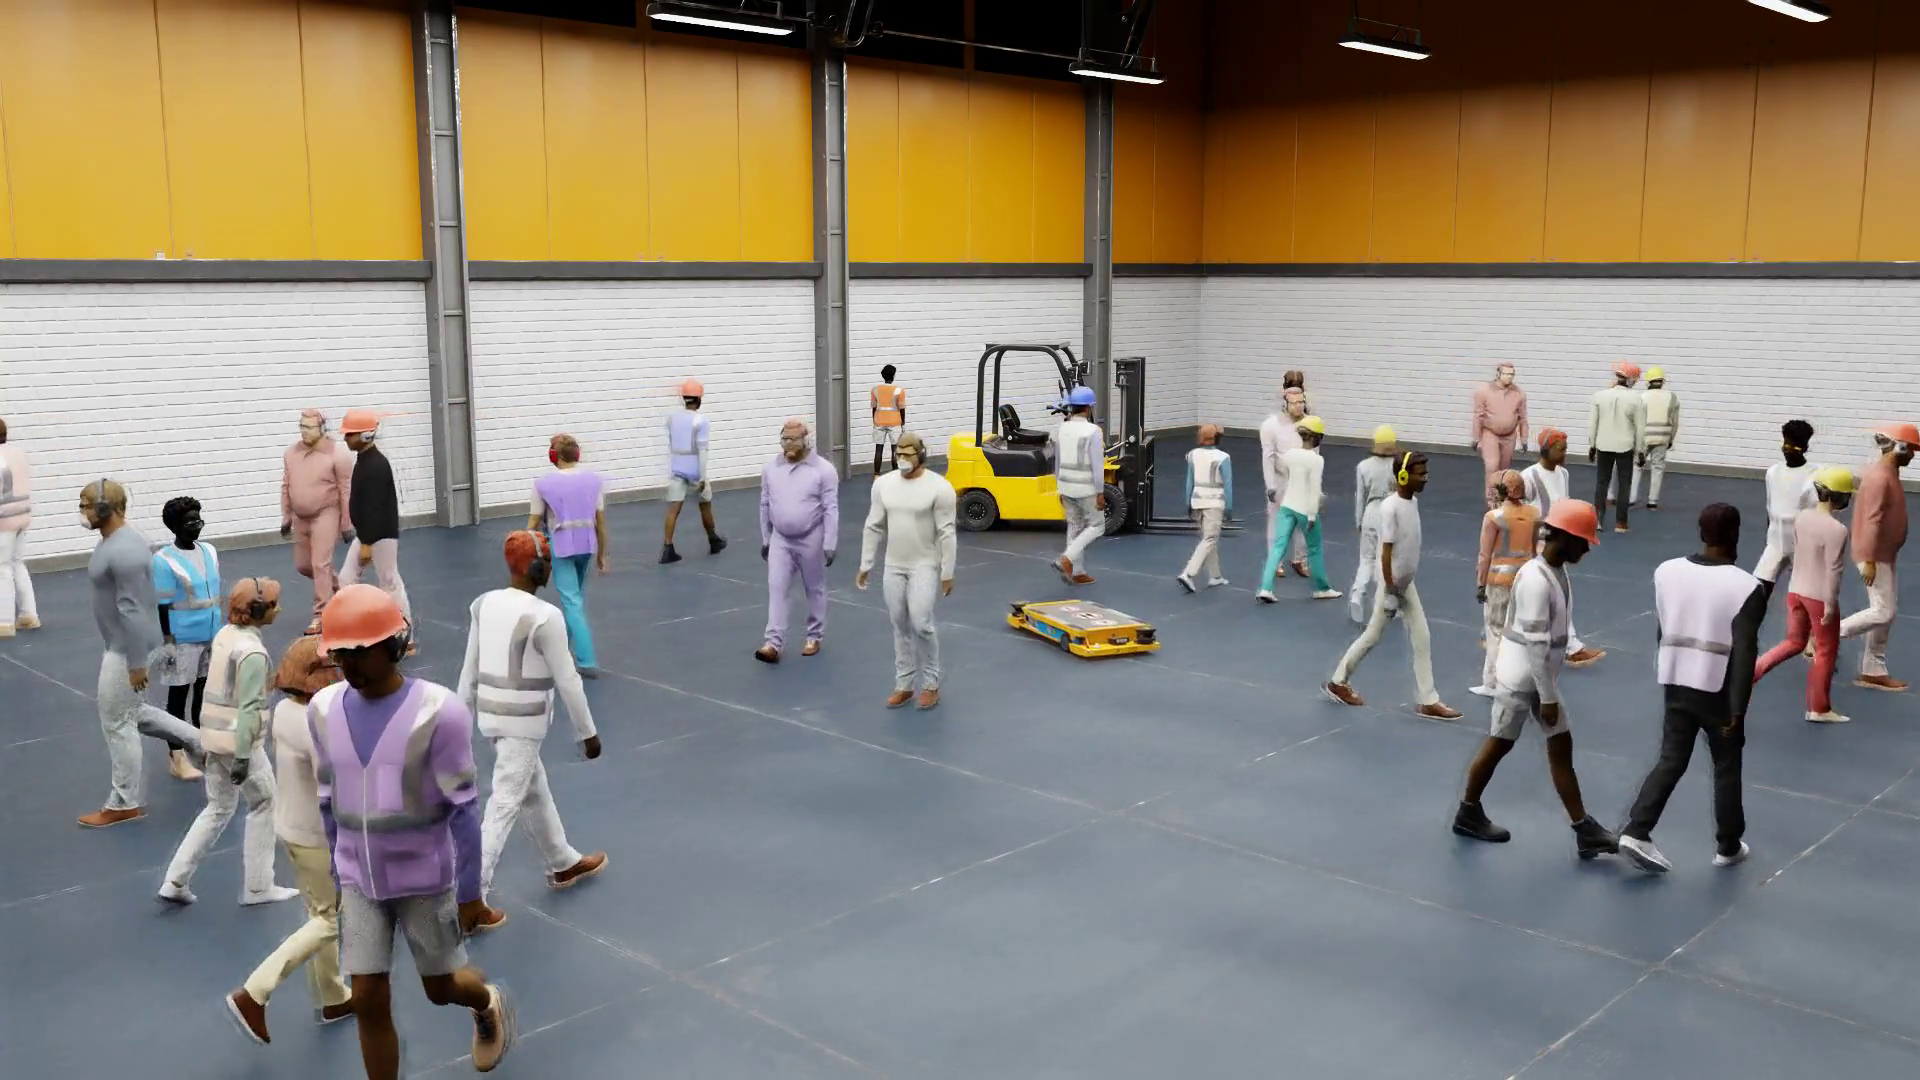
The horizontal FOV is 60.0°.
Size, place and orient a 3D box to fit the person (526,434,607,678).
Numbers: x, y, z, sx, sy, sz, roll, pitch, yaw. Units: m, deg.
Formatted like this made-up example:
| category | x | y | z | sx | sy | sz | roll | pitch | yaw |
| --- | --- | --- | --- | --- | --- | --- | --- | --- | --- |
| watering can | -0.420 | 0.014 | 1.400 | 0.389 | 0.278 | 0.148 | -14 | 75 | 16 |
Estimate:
| category | x | y | z | sx | sy | sz | roll | pitch | yaw |
| --- | --- | --- | --- | --- | --- | --- | --- | --- | --- |
| person | -2.996 | 0.103 | 12.521 | 0.597 | 1.793 | 0.954 | -9 | 13 | -43 |

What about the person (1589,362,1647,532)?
| category | x | y | z | sx | sy | sz | roll | pitch | yaw |
| --- | --- | --- | --- | --- | --- | --- | --- | --- | --- |
| person | 7.587 | -1.058 | 19.200 | 0.656 | 1.969 | 0.374 | 8 | 12 | 40 |

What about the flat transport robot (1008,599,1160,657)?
| category | x | y | z | sx | sy | sz | roll | pitch | yaw |
| --- | --- | --- | --- | --- | --- | --- | --- | --- | --- |
| flat transport robot | 0.991 | 0.696 | 13.571 | 0.652 | 0.197 | 1.431 | -4 | 10 | -24 |

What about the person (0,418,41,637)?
| category | x | y | z | sx | sy | sz | roll | pitch | yaw |
| --- | --- | --- | --- | --- | --- | --- | --- | --- | --- |
| person | -7.936 | -0.118 | 13.765 | 0.429 | 1.843 | 0.635 | -1 | 9 | -4 |

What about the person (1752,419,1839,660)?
| category | x | y | z | sx | sy | sz | roll | pitch | yaw |
| --- | --- | --- | --- | --- | --- | --- | --- | --- | --- |
| person | 6.416 | 0.017 | 12.783 | 0.997 | 1.909 | 0.592 | -5 | 10 | -28 |

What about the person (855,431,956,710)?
| category | x | y | z | sx | sy | sz | roll | pitch | yaw |
| --- | --- | --- | --- | --- | --- | --- | --- | --- | --- |
| person | -0.357 | 0.208 | 11.483 | 0.651 | 1.930 | 0.454 | 5 | 11 | 30 |

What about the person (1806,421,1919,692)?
| category | x | y | z | sx | sy | sz | roll | pitch | yaw |
| --- | --- | --- | --- | --- | --- | --- | --- | --- | --- |
| person | 6.559 | 0.113 | 11.997 | 0.590 | 1.953 | 0.641 | 7 | 12 | 38 |

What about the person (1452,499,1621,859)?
| category | x | y | z | sx | sy | sz | roll | pitch | yaw |
| --- | --- | --- | --- | --- | --- | --- | --- | --- | --- |
| person | 3.022 | 0.714 | 8.575 | 0.981 | 1.861 | 0.558 | 7 | 12 | 36 |

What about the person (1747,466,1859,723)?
| category | x | y | z | sx | sy | sz | roll | pitch | yaw |
| --- | --- | --- | --- | --- | --- | --- | --- | --- | --- |
| person | 5.601 | 0.371 | 11.067 | 0.687 | 1.738 | 0.547 | -1 | 9 | -7 |

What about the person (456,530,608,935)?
| category | x | y | z | sx | sy | sz | roll | pitch | yaw |
| --- | --- | --- | --- | --- | --- | --- | --- | --- | --- |
| person | -2.061 | 0.868 | 7.787 | 0.602 | 1.828 | 1.003 | 8 | 12 | 39 |

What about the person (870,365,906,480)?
| category | x | y | z | sx | sy | sz | roll | pitch | yaw |
| --- | --- | --- | --- | --- | --- | --- | --- | --- | --- |
| person | -1.013 | -1.631 | 23.504 | 0.530 | 1.691 | 0.321 | 3 | 10 | 16 |

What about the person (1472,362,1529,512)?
| category | x | y | z | sx | sy | sz | roll | pitch | yaw |
| --- | --- | --- | --- | --- | --- | --- | --- | --- | --- |
| person | 6.706 | -1.248 | 20.542 | 0.670 | 1.880 | 0.750 | -1 | 9 | -3 |

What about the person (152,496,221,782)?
| category | x | y | z | sx | sy | sz | roll | pitch | yaw |
| --- | --- | --- | --- | --- | --- | --- | --- | --- | --- |
| person | -4.587 | 0.577 | 9.940 | 0.313 | 1.696 | 0.533 | 2 | 10 | 14 |

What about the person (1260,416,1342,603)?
| category | x | y | z | sx | sy | sz | roll | pitch | yaw |
| --- | --- | --- | --- | --- | --- | --- | --- | --- | --- |
| person | 3.077 | -0.269 | 15.117 | 0.922 | 1.722 | 0.544 | -6 | 11 | -31 |

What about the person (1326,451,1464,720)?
| category | x | y | z | sx | sy | sz | roll | pitch | yaw |
| --- | --- | --- | --- | --- | --- | --- | --- | --- | --- |
| person | 2.952 | 0.293 | 11.328 | 0.957 | 1.827 | 0.570 | 8 | 12 | 39 |

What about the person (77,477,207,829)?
| category | x | y | z | sx | sy | sz | roll | pitch | yaw |
| --- | --- | --- | --- | --- | --- | --- | --- | --- | --- |
| person | -4.491 | 0.597 | 9.170 | 0.752 | 1.916 | 0.653 | -6 | 11 | -31 |

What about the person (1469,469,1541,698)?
| category | x | y | z | sx | sy | sz | roll | pitch | yaw |
| --- | --- | --- | --- | --- | --- | --- | --- | --- | --- |
| person | 3.863 | 0.308 | 11.782 | 0.519 | 1.631 | 0.339 | -4 | 10 | -25 |

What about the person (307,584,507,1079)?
| category | x | y | z | sx | sy | sz | roll | pitch | yaw |
| --- | --- | --- | --- | --- | --- | --- | --- | --- | --- |
| person | -1.896 | 1.106 | 5.744 | 0.613 | 2.013 | 0.871 | 2 | 9 | 12 |

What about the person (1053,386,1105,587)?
| category | x | y | z | sx | sy | sz | roll | pitch | yaw |
| --- | --- | --- | --- | --- | --- | --- | --- | --- | --- |
| person | 1.105 | -0.485 | 15.724 | 0.544 | 1.933 | 0.628 | -7 | 12 | -38 |

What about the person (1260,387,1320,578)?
| category | x | y | z | sx | sy | sz | roll | pitch | yaw |
| --- | --- | --- | --- | --- | --- | --- | --- | --- | --- |
| person | 3.251 | -0.552 | 16.297 | 0.650 | 1.889 | 0.583 | -2 | 9 | -12 |

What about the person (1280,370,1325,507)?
| category | x | y | z | sx | sy | sz | roll | pitch | yaw |
| --- | --- | --- | --- | --- | --- | --- | --- | --- | --- |
| person | 4.075 | -1.143 | 20.081 | 0.573 | 1.828 | 0.644 | 2 | 9 | 12 |

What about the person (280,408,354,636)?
| category | x | y | z | sx | sy | sz | roll | pitch | yaw |
| --- | --- | --- | --- | --- | --- | --- | --- | --- | --- |
| person | -5.382 | -0.182 | 14.025 | 0.650 | 1.882 | 0.748 | 3 | 10 | 19 |

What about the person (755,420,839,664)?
| category | x | y | z | sx | sy | sz | roll | pitch | yaw |
| --- | --- | --- | --- | --- | --- | --- | --- | --- | --- |
| person | -1.280 | 0.026 | 12.779 | 0.674 | 1.863 | 0.932 | 2 | 9 | 13 |

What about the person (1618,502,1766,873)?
| category | x | y | z | sx | sy | sz | roll | pitch | yaw |
| --- | --- | --- | --- | --- | --- | --- | --- | --- | --- |
| person | 3.686 | 0.752 | 8.360 | 0.842 | 1.884 | 0.592 | -7 | 12 | -37 |

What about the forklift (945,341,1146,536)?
| category | x | y | z | sx | sy | sz | roll | pitch | yaw |
| --- | --- | --- | --- | --- | --- | --- | --- | --- | --- |
| forklift | 0.977 | -1.223 | 19.452 | 2.313 | 2.155 | 1.214 | 2 | 9 | 11 |

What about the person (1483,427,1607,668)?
| category | x | y | z | sx | sy | sz | roll | pitch | yaw |
| --- | --- | --- | --- | --- | --- | --- | --- | --- | --- |
| person | 4.505 | 0.046 | 12.800 | 1.026 | 1.830 | 0.599 | 9 | 13 | 43 |

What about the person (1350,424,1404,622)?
| category | x | y | z | sx | sy | sz | roll | pitch | yaw |
| --- | --- | --- | --- | --- | --- | --- | --- | --- | --- |
| person | 3.606 | -0.136 | 14.277 | 0.483 | 1.719 | 0.749 | 5 | 11 | 30 |

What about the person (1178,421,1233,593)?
| category | x | y | z | sx | sy | sz | roll | pitch | yaw |
| --- | --- | --- | --- | --- | --- | --- | --- | --- | --- |
| person | 2.314 | -0.313 | 15.672 | 0.761 | 1.614 | 0.516 | -7 | 12 | -38 |

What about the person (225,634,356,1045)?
| category | x | y | z | sx | sy | sz | roll | pitch | yaw |
| --- | --- | --- | --- | --- | --- | --- | --- | --- | --- |
| person | -2.594 | 1.173 | 6.515 | 0.583 | 1.614 | 0.507 | -9 | 13 | -43 |

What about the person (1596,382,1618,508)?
| category | x | y | z | sx | sy | sz | roll | pitch | yaw |
| --- | --- | --- | --- | --- | --- | --- | --- | --- | --- |
| person | 8.310 | -1.202 | 21.118 | 0.584 | 1.597 | 0.488 | -4 | 10 | -22 |

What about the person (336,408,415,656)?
| category | x | y | z | sx | sy | sz | roll | pitch | yaw |
| --- | --- | --- | --- | --- | --- | --- | --- | --- | --- |
| person | -4.639 | -0.024 | 12.780 | 0.859 | 1.961 | 0.653 | -6 | 11 | -32 |

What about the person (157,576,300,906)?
| category | x | y | z | sx | sy | sz | roll | pitch | yaw |
| --- | --- | --- | --- | --- | --- | --- | --- | --- | --- |
| person | -3.487 | 0.974 | 7.833 | 0.618 | 1.594 | 0.524 | -8 | 12 | -41 |

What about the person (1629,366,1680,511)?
| category | x | y | z | sx | sy | sz | roll | pitch | yaw |
| --- | --- | --- | --- | --- | --- | --- | --- | --- | --- |
| person | 8.659 | -1.259 | 20.817 | 0.614 | 1.827 | 0.442 | 1 | 9 | 7 |

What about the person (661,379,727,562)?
| category | x | y | z | sx | sy | sz | roll | pitch | yaw |
| --- | --- | --- | --- | --- | --- | --- | --- | --- | --- |
| person | -2.810 | -0.727 | 17.386 | 0.561 | 1.885 | 1.019 | 4 | 10 | 24 |
